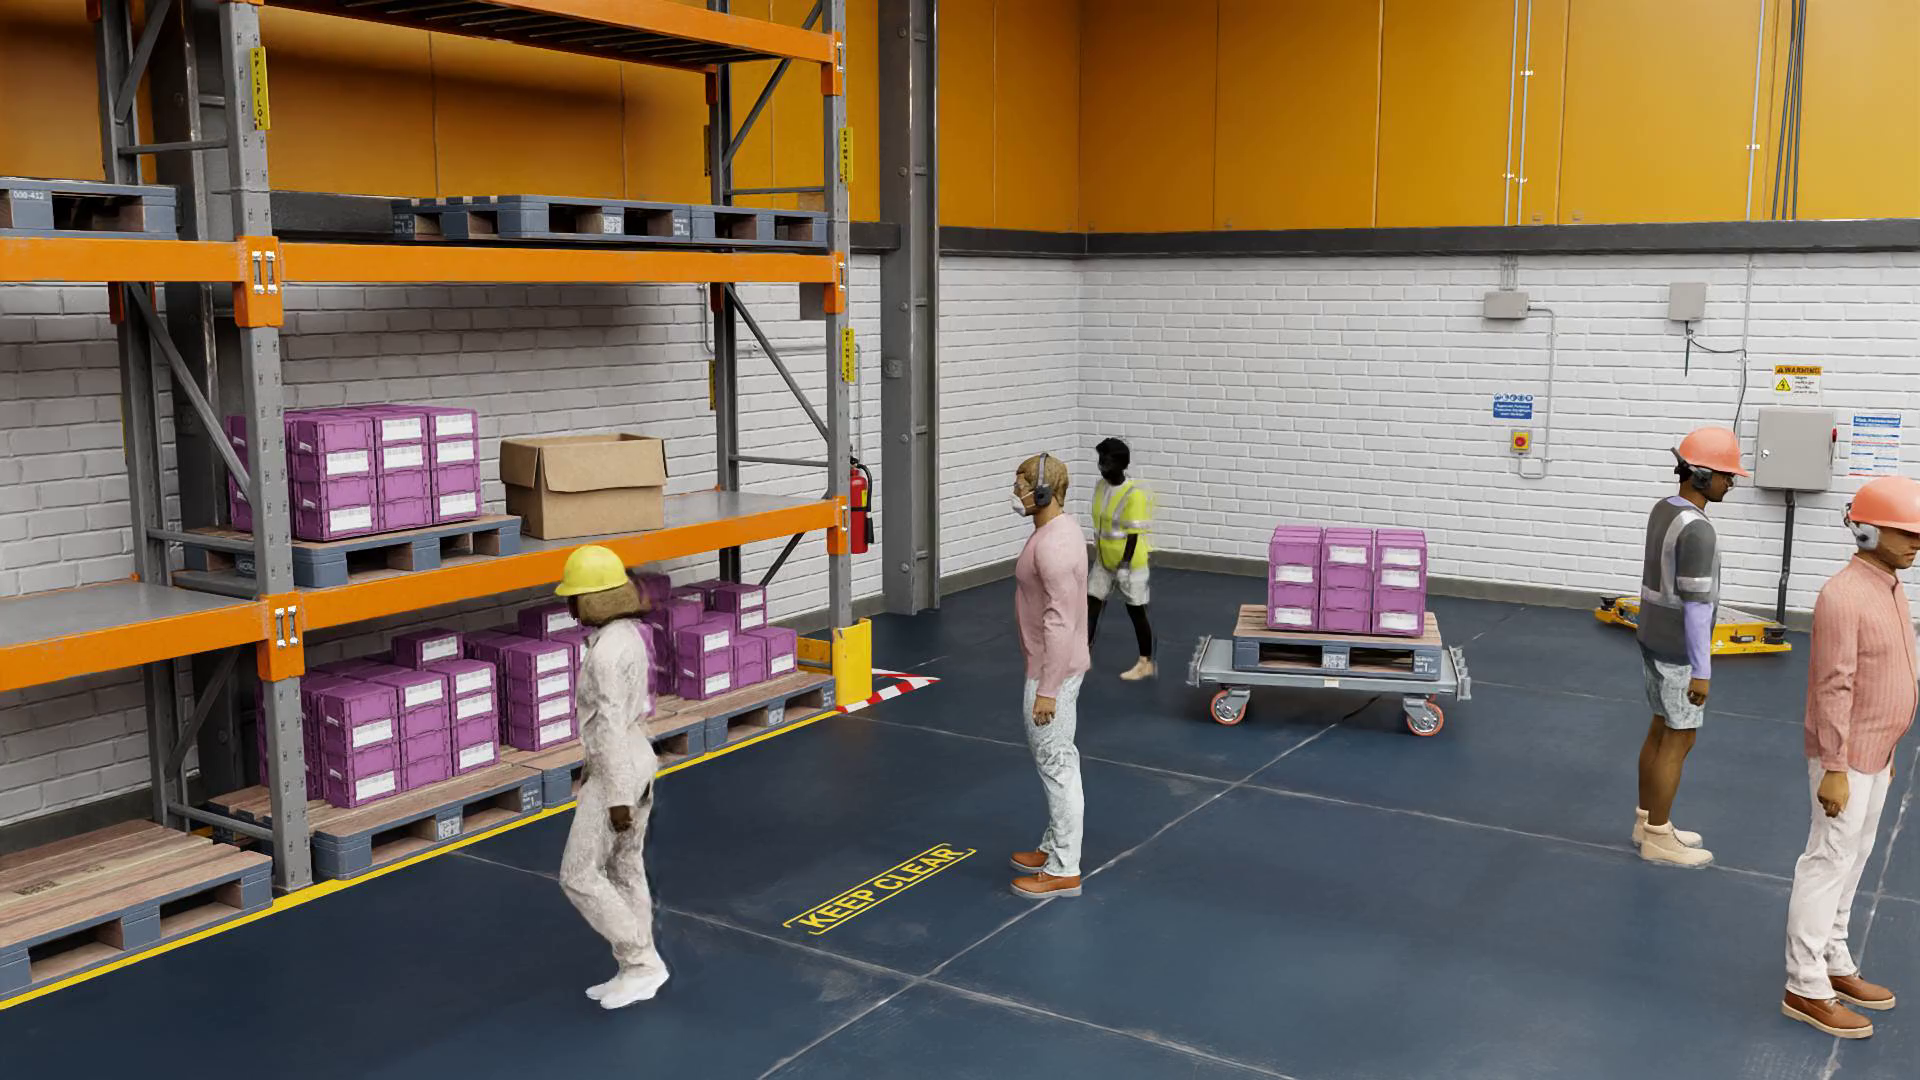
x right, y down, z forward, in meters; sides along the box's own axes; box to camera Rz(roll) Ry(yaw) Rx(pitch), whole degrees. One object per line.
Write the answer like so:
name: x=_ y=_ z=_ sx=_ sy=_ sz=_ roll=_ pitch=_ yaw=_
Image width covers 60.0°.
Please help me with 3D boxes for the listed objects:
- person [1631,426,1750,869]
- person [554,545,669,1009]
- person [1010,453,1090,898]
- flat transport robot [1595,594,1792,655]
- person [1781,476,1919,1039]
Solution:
person: x=3.312 y=0.493 z=7.581 sx=0.409 sy=2.028 sz=0.612 roll=1 pitch=9 yaw=7
person: x=-1.283 y=0.871 z=6.018 sx=0.360 sy=1.728 sz=0.497 roll=0 pitch=9 yaw=1
person: x=0.391 y=0.584 z=7.249 sx=0.352 sy=1.937 sz=0.635 roll=1 pitch=9 yaw=4
flat transport robot: x=5.462 y=0.613 z=12.460 sx=0.652 sy=0.197 sz=1.431 roll=-2 pitch=9 yaw=-12
person: x=3.227 y=0.756 z=5.957 sx=0.396 sy=1.990 sz=0.622 roll=8 pitch=12 yaw=43
